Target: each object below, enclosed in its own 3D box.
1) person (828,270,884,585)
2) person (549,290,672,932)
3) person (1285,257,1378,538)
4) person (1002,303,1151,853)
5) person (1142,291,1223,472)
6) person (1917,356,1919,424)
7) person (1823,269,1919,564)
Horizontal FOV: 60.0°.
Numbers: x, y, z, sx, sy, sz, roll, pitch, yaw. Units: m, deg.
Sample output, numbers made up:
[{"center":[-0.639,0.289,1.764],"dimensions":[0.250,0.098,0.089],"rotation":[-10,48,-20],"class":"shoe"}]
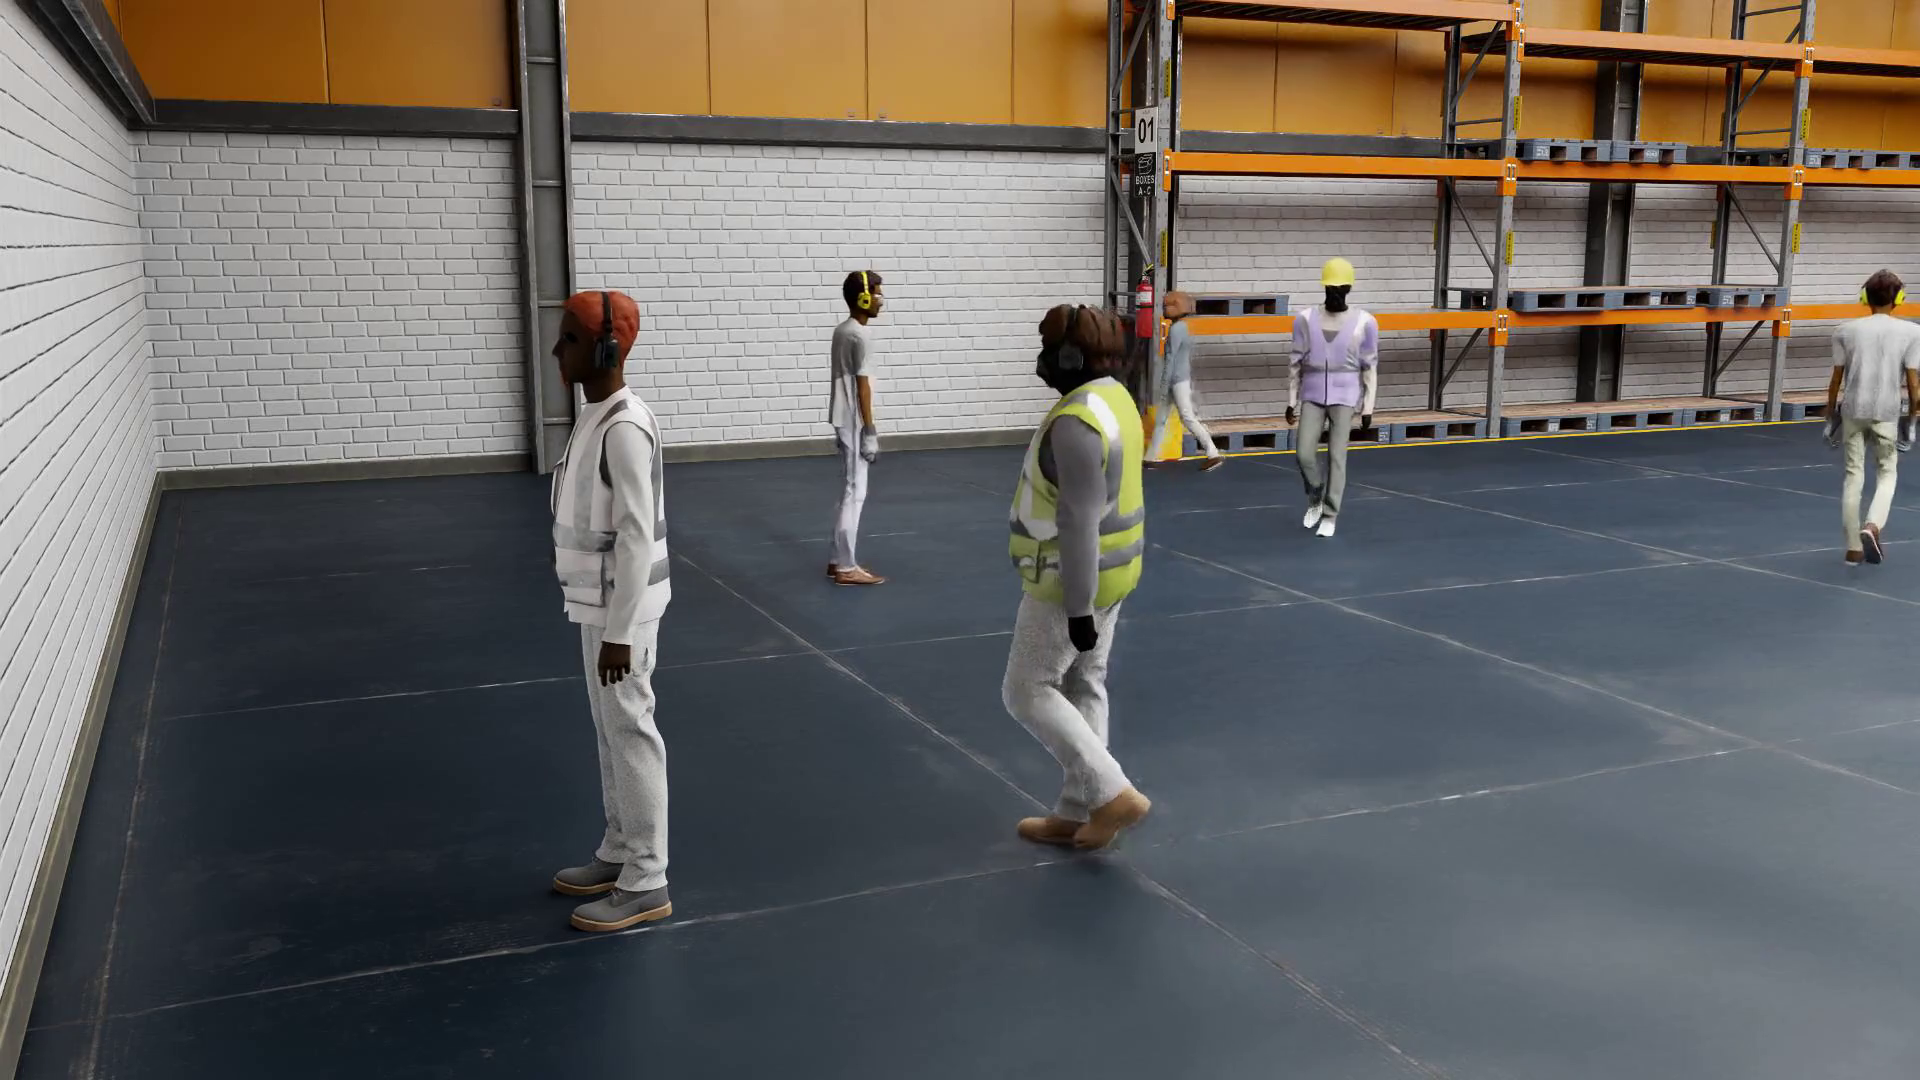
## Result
[{"center":[-0.616,-0.657,9.850],"dimensions":[0.332,1.857,0.521],"rotation":[-3,11,-15],"class":"person"},{"center":[-1.043,0.208,4.941],"dimensions":[0.356,1.884,0.574],"rotation":[-4,11,-21],"class":"person"},{"center":[2.533,-0.968,11.398],"dimensions":[0.624,1.912,0.406],"rotation":[4,11,23],"class":"person"},{"center":[0.379,0.142,5.462],"dimensions":[0.443,1.827,0.631],"rotation":[4,11,21],"class":"person"},{"center":[1.938,-1.392,14.659],"dimensions":[0.838,1.595,0.516],"rotation":[2,10,12],"class":"person"},{"center":[10.830,-2.075,18.360],"dimensions":[0.501,1.631,0.285],"rotation":[3,11,16],"class":"person"},{"center":[5.631,-0.742,10.308],"dimensions":[0.514,1.859,0.506],"rotation":[7,12,34],"class":"person"}]
